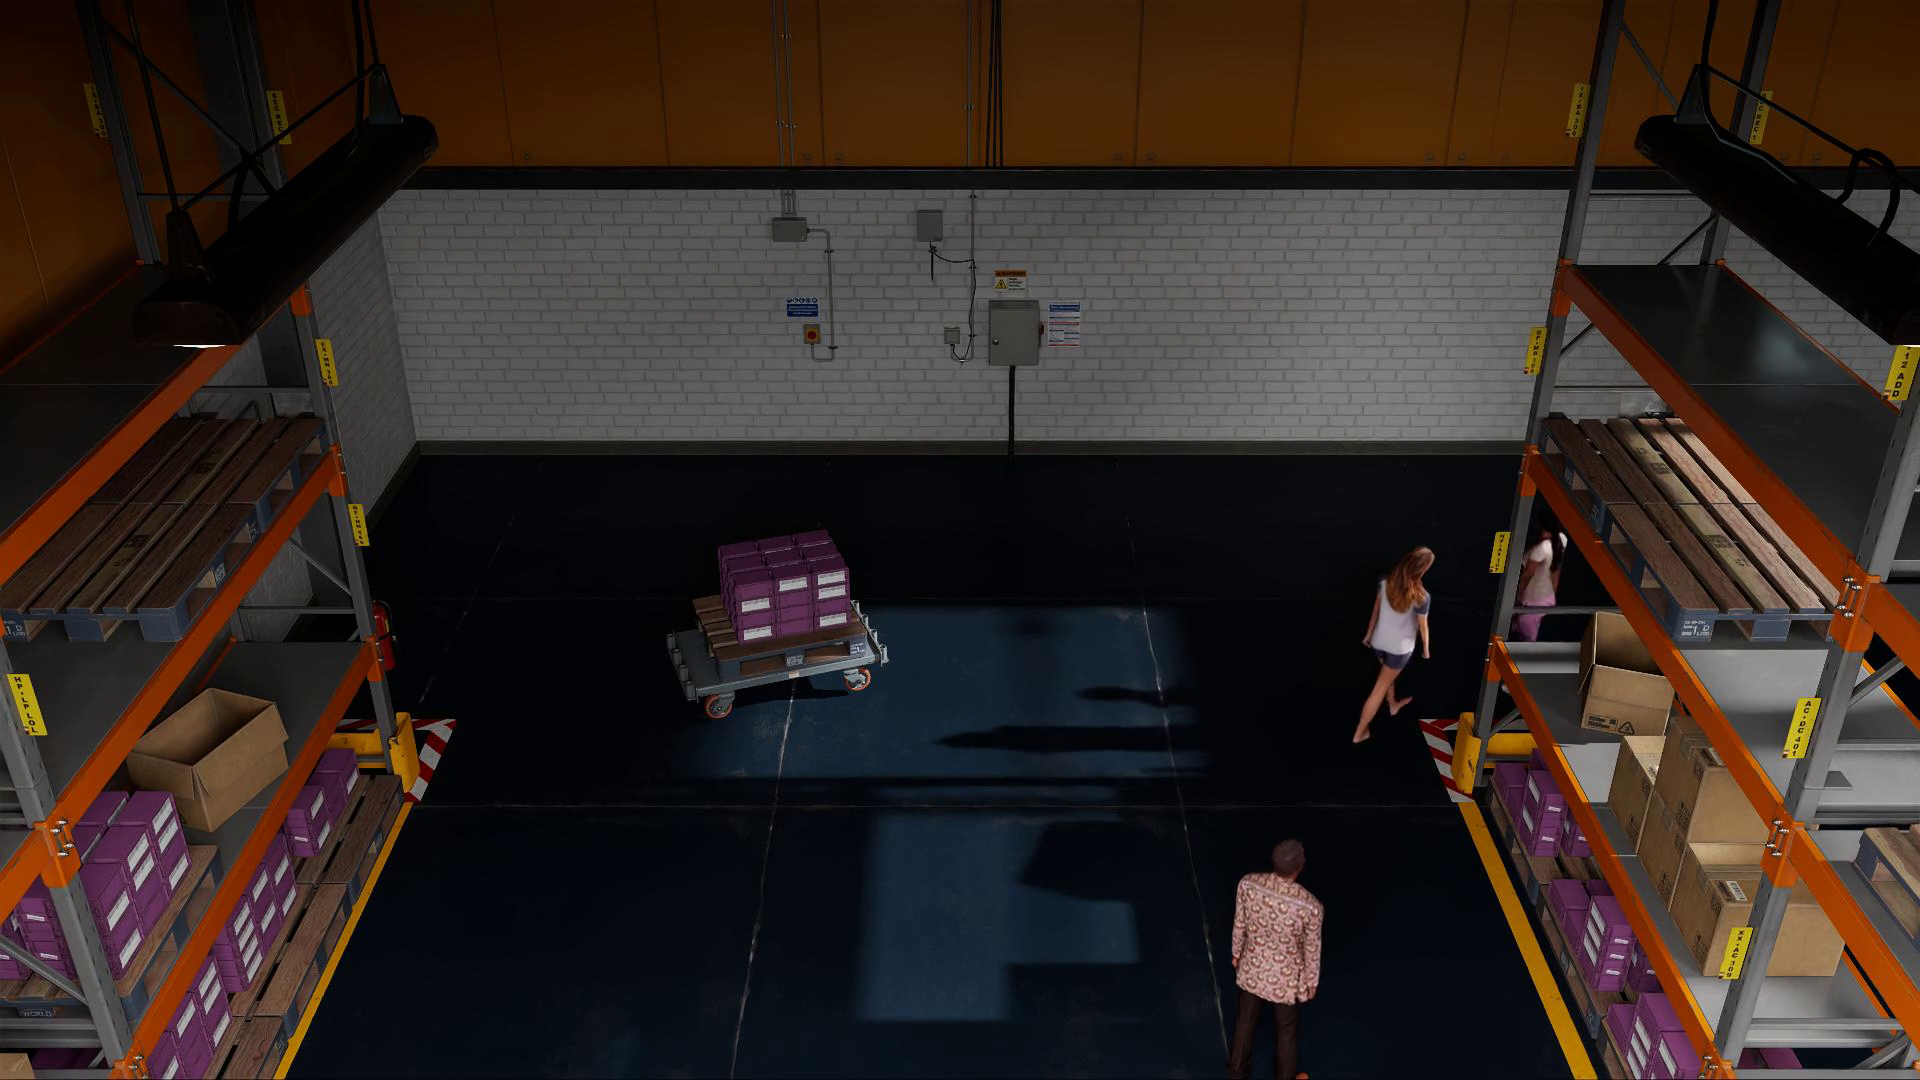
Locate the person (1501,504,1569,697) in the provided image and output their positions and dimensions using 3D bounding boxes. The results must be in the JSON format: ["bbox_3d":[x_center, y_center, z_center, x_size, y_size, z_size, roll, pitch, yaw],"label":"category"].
[{"bbox_3d":[4.607,0.528,13.066,0.804,1.733,0.740,23,36,35],"label":"person"}]

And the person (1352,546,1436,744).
[{"bbox_3d":[3.207,0.836,12.560,1.024,1.678,1.009,-23,36,-35],"label":"person"}]

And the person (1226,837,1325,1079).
[{"bbox_3d":[1.782,2.451,9.464,0.769,1.807,0.778,16,33,27],"label":"person"}]
